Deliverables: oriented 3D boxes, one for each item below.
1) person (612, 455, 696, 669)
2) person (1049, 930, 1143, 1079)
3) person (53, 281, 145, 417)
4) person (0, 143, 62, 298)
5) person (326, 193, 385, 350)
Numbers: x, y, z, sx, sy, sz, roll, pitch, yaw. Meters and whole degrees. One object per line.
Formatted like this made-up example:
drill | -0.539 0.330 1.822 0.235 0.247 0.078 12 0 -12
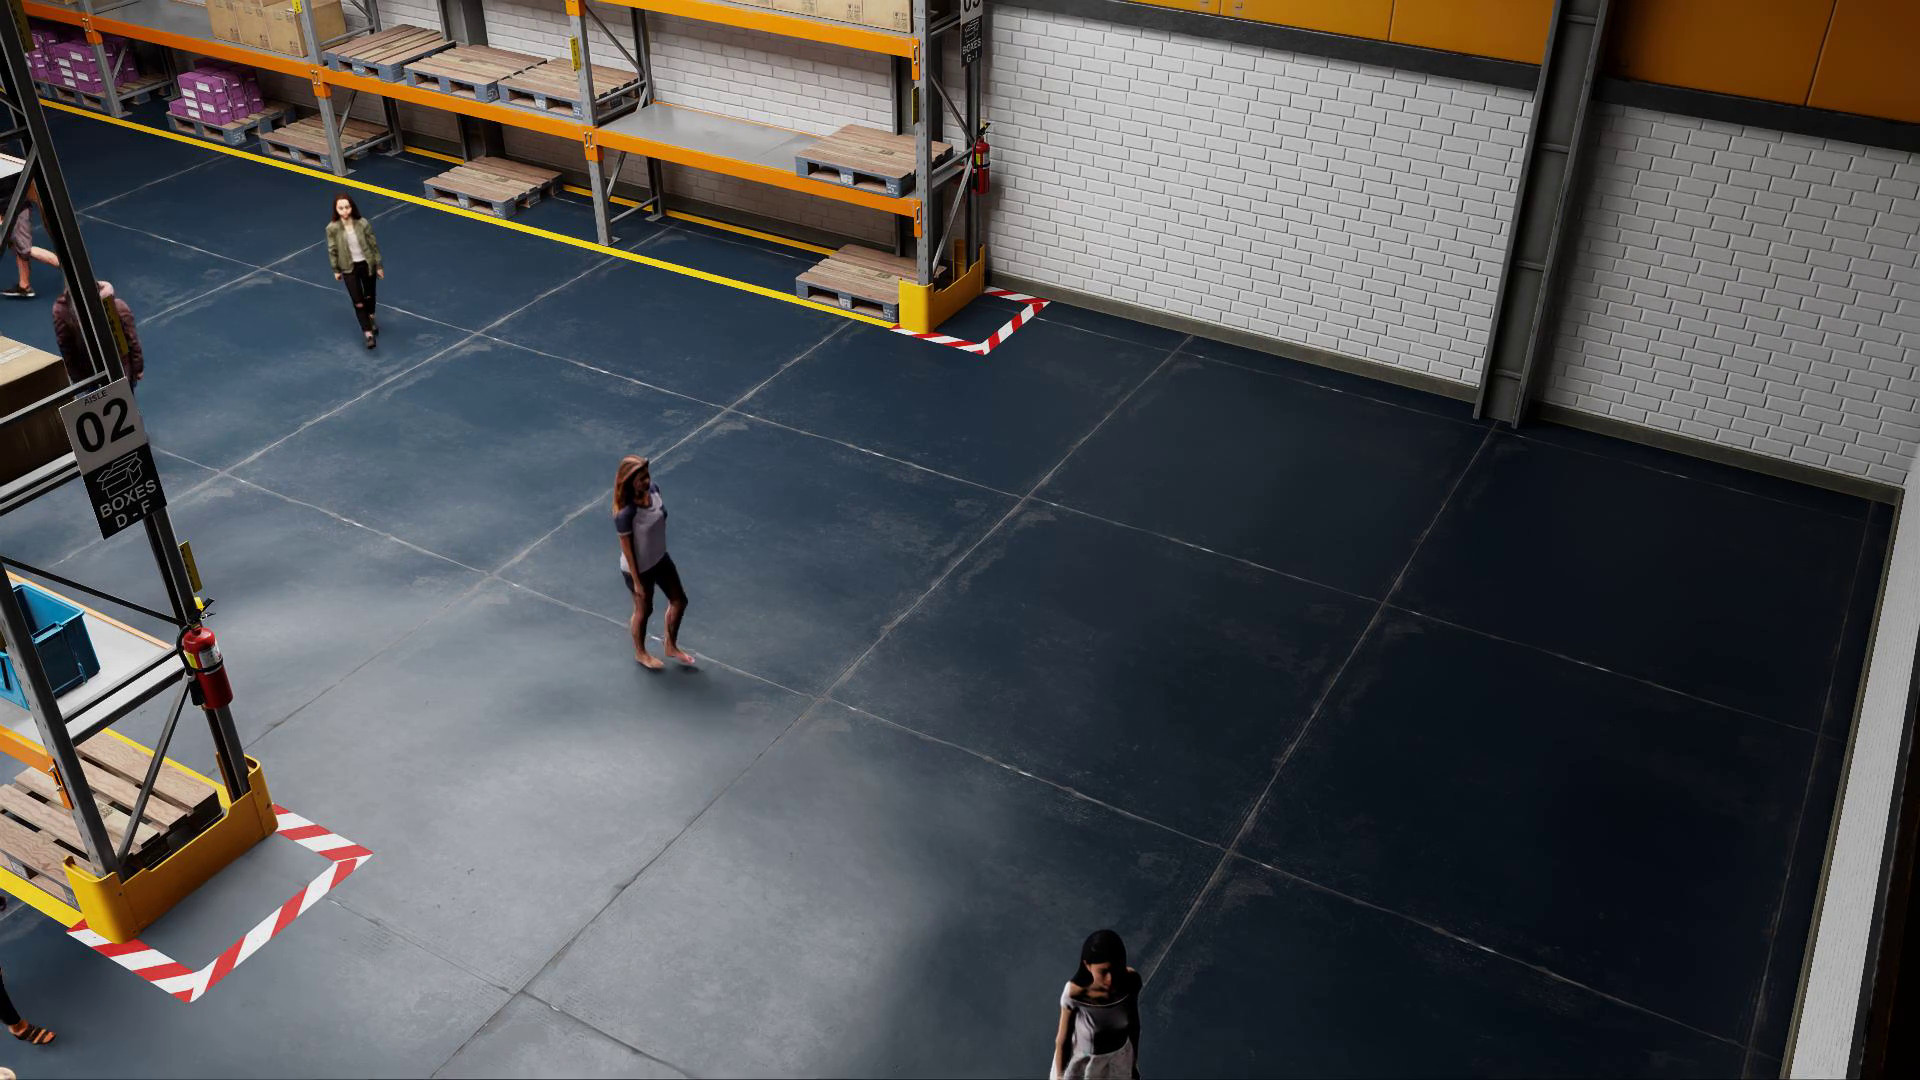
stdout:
person | -2.200 0.144 11.293 0.636 1.713 0.609 17 37 23
person | 0.627 2.471 7.736 0.775 1.774 0.827 -11 35 -16
person | -6.923 -1.404 13.516 1.108 1.830 1.131 -4 34 -6
person | -9.164 -3.226 16.257 1.212 1.831 1.078 -4 34 -7
person | -5.645 -2.557 15.607 0.933 1.435 1.055 -14 36 -21
